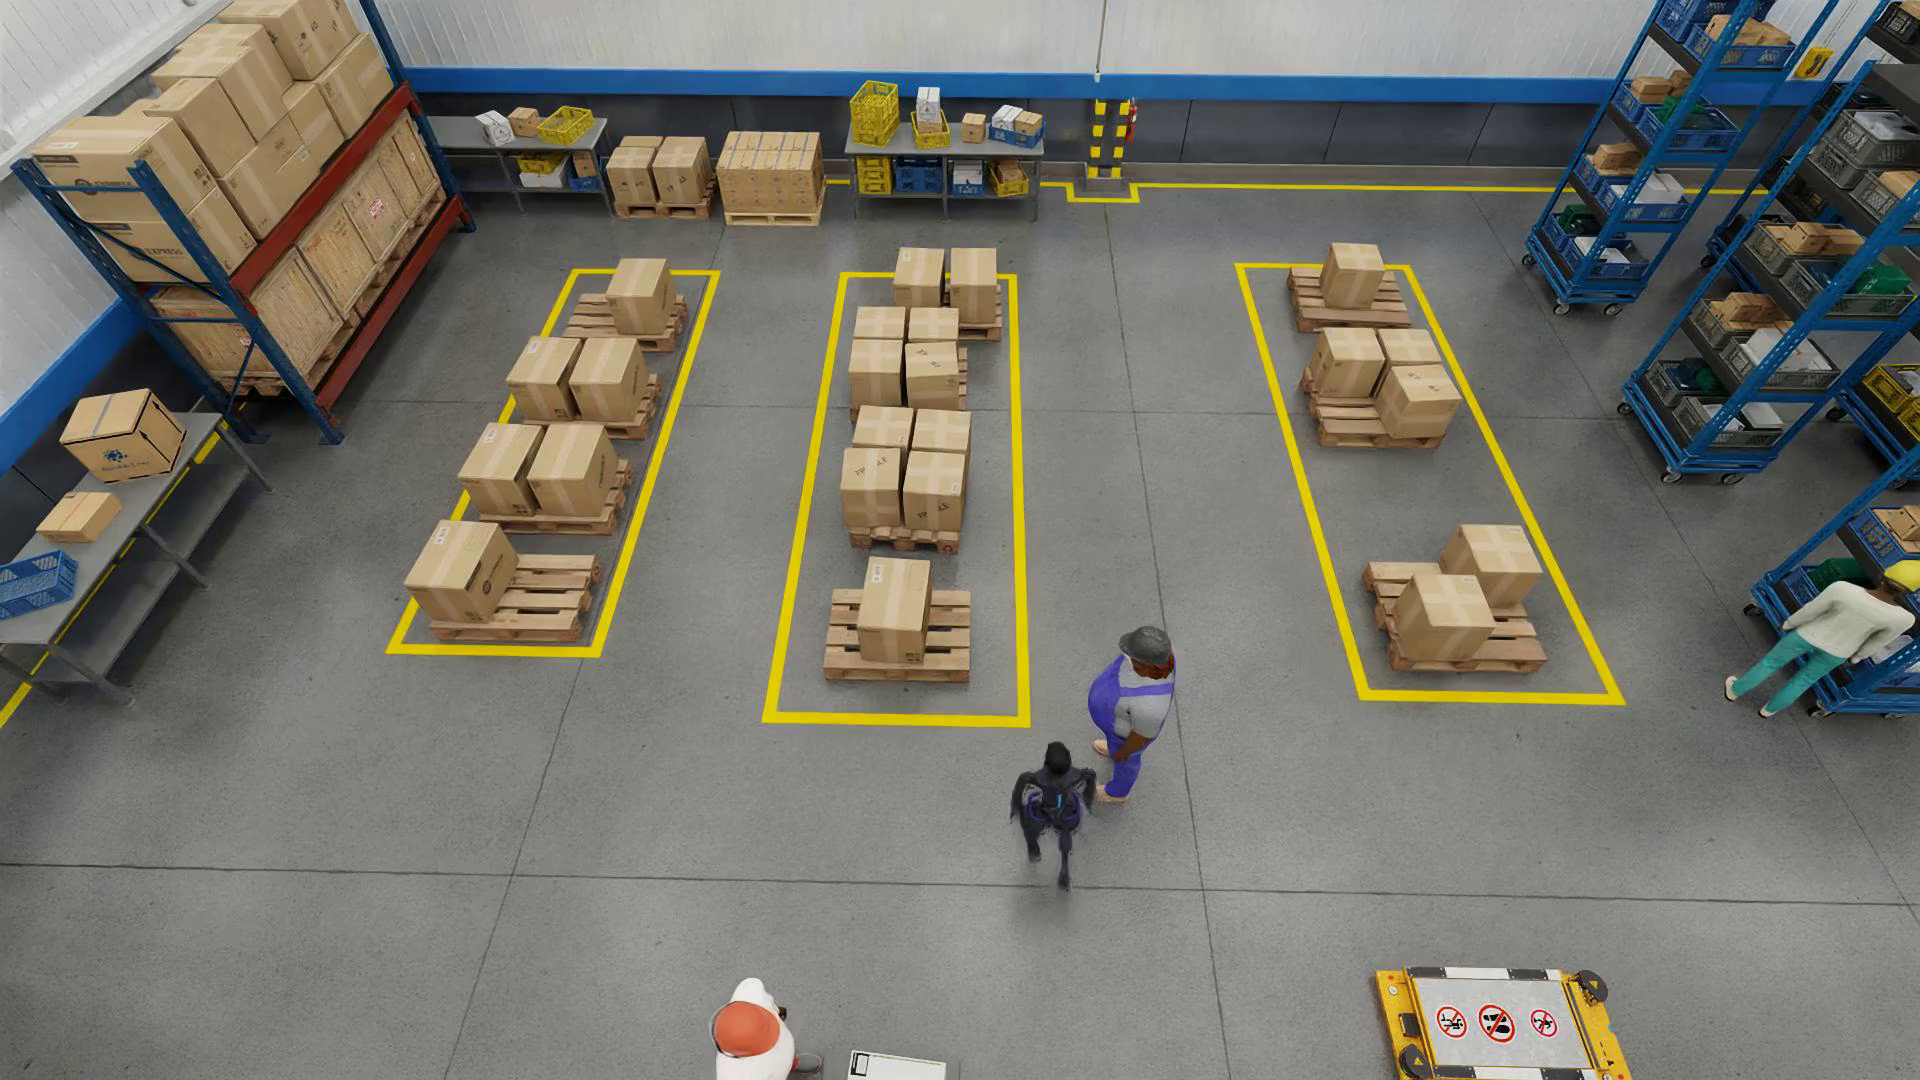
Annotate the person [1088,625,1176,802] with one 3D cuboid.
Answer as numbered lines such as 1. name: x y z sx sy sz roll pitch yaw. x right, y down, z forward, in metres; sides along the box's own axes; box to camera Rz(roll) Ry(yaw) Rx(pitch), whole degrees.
1. person: 1.145 1.200 6.366 0.536 2.000 0.673 11 52 9

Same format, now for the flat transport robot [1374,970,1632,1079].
1. flat transport robot: 3.501 3.133 5.914 1.431 0.197 0.652 1 51 1

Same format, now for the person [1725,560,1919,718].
1. person: 6.520 0.743 6.914 0.531 1.765 0.326 35 59 25

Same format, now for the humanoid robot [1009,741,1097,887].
1. humanoid robot: 0.612 1.828 6.091 0.581 1.649 0.470 -2 51 -2

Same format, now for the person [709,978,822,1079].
1. person: -1.052 2.866 5.037 0.383 1.992 0.622 0 51 0
